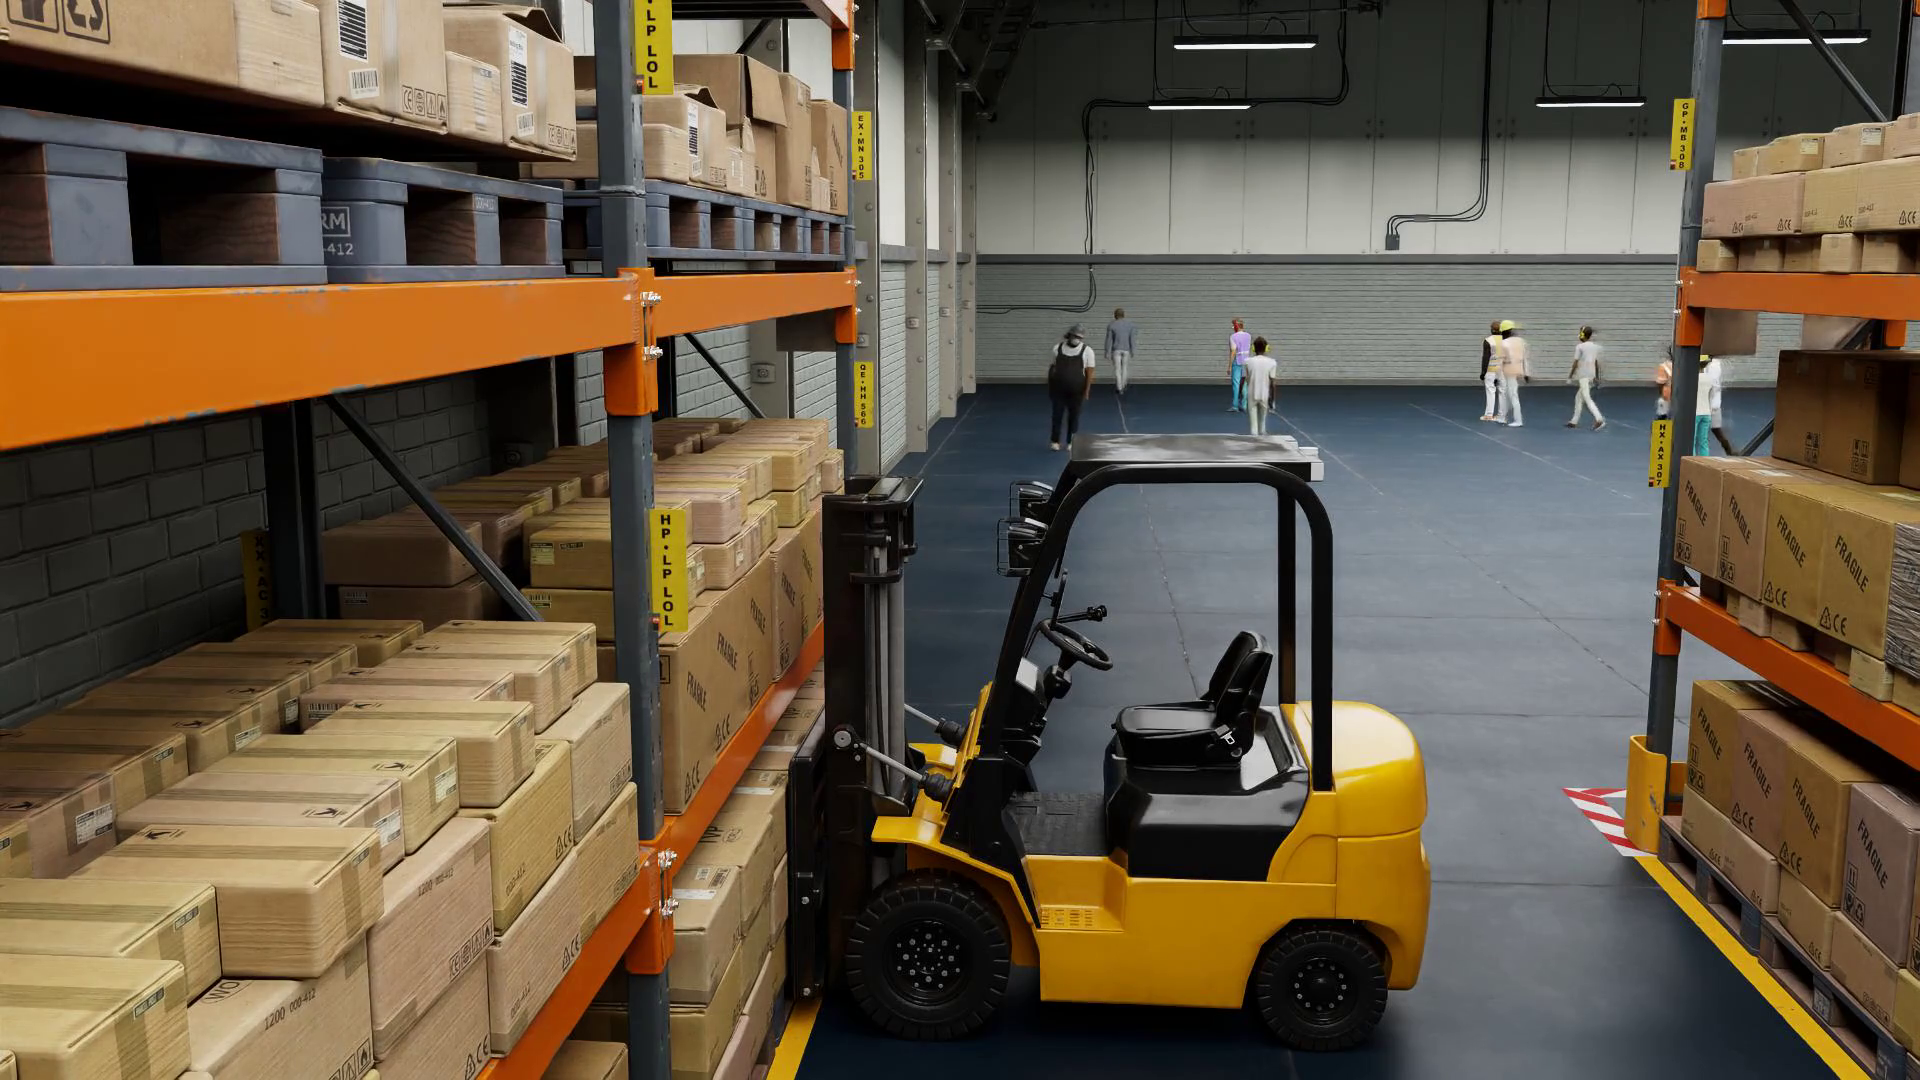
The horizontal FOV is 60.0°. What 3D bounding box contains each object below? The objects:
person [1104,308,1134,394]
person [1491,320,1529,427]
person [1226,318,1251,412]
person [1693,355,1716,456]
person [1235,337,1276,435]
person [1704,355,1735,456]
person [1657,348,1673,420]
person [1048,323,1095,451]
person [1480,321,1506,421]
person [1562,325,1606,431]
[{"bbox_3d":[3.513,-4.229,37.206,0.661,1.923,0.672,-3,10,-18],"label":"person"},{"bbox_3d":[9.774,-2.974,29.724,0.614,1.878,0.873,-6,11,-33],"label":"person"},{"bbox_3d":[5.455,-3.409,32.506,0.565,1.840,0.390,-9,13,-42],"label":"person"},{"bbox_3d":[9.731,-1.640,22.002,0.533,1.770,0.304,-4,10,-22],"label":"person"},{"bbox_3d":[4.313,-2.045,24.296,0.544,1.821,0.953,0,9,0],"label":"person"},{"bbox_3d":[10.482,-1.908,23.283,0.986,1.889,0.565,1,9,5],"label":"person"},{"bbox_3d":[11.082,-2.217,25.863,0.536,1.647,0.894,-1,9,-3],"label":"person"},{"bbox_3d":[1.703,-2.362,25.555,0.720,2.000,0.677,2,10,10],"label":"person"},{"bbox_3d":[9.895,-3.123,30.767,0.621,1.845,0.429,-3,10,-19],"label":"person"},{"bbox_3d":[10.949,-2.818,28.977,0.508,1.833,0.945,-6,11,-34],"label":"person"}]
